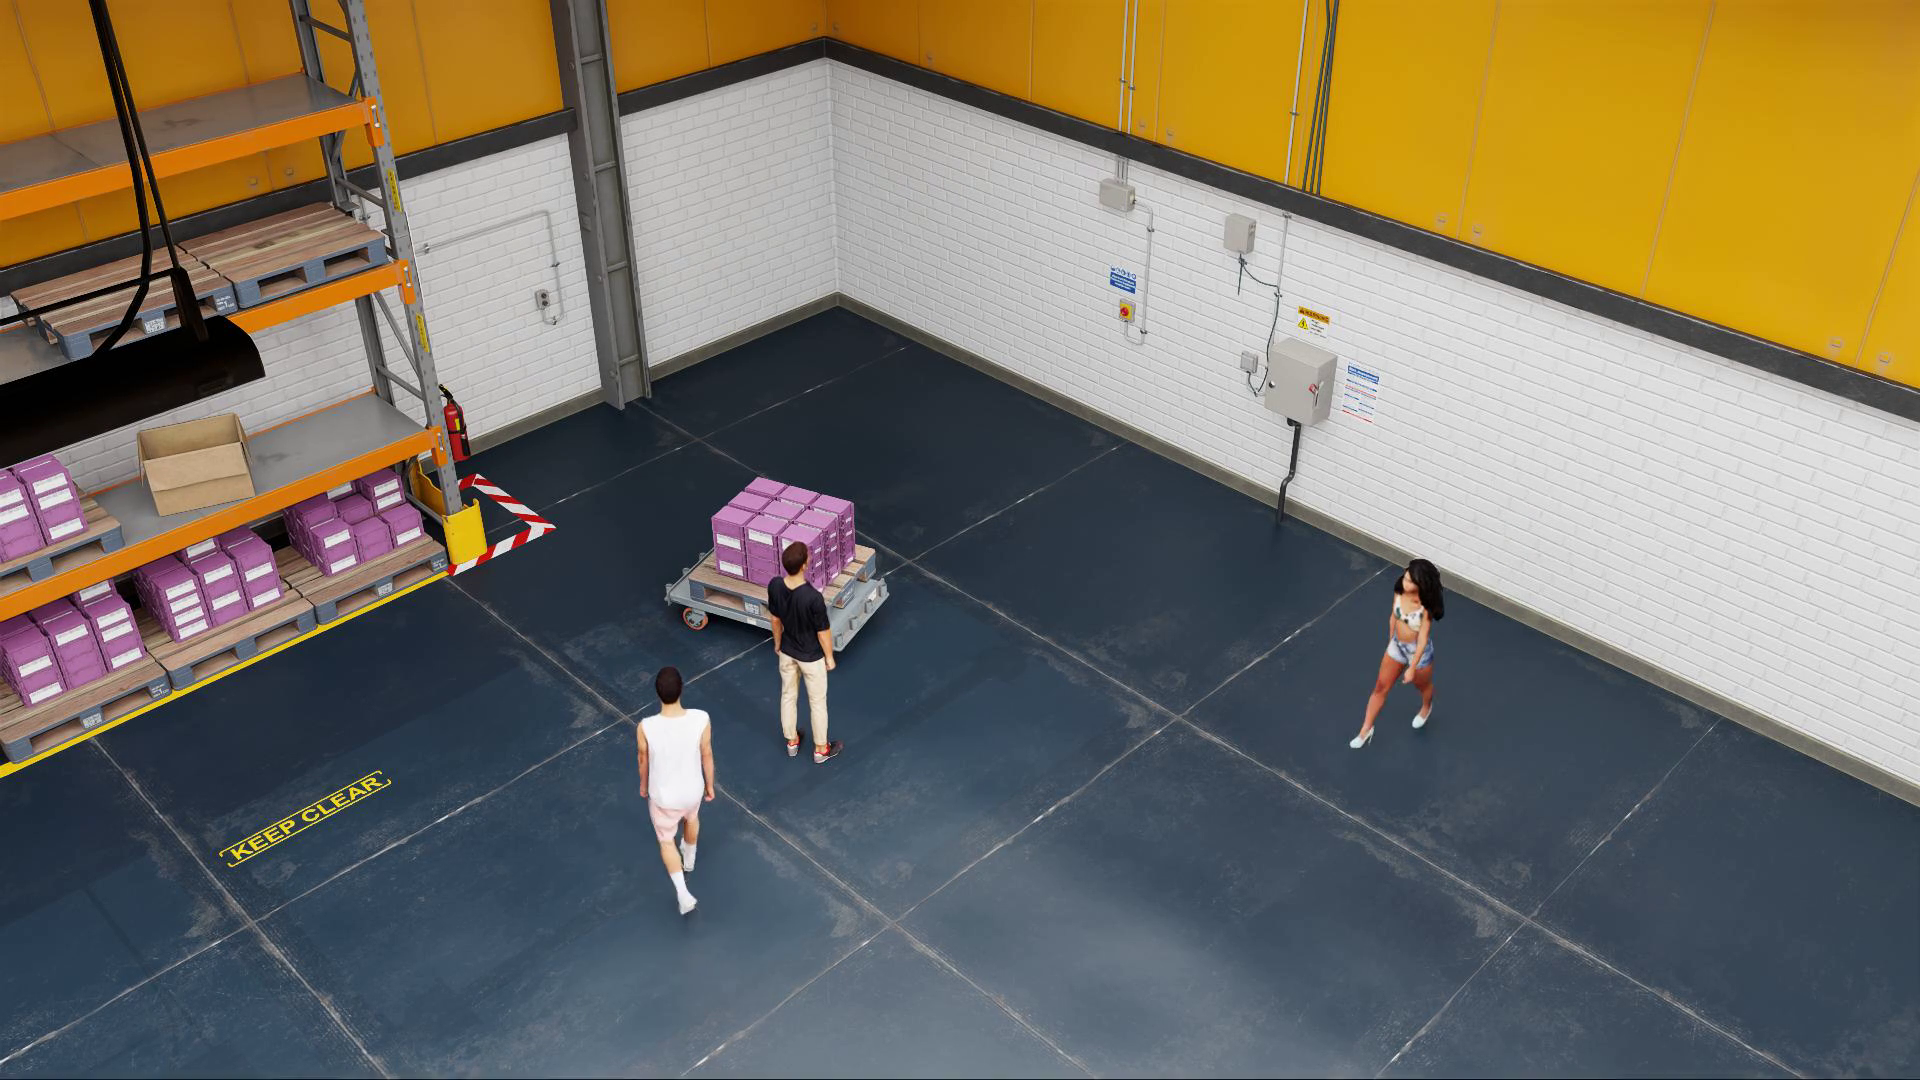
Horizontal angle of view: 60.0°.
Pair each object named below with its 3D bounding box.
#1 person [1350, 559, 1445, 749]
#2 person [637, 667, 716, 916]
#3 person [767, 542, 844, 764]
[{"bbox_3d":[3.346,0.823,12.156,1.046,1.582,0.684,-21,39,-28],"label":"person"},{"bbox_3d":[-1.830,1.644,10.756,1.104,1.765,1.004,-11,35,-16],"label":"person"},{"bbox_3d":[-1.131,0.804,11.935,0.702,1.859,0.645,15,36,21],"label":"person"}]
